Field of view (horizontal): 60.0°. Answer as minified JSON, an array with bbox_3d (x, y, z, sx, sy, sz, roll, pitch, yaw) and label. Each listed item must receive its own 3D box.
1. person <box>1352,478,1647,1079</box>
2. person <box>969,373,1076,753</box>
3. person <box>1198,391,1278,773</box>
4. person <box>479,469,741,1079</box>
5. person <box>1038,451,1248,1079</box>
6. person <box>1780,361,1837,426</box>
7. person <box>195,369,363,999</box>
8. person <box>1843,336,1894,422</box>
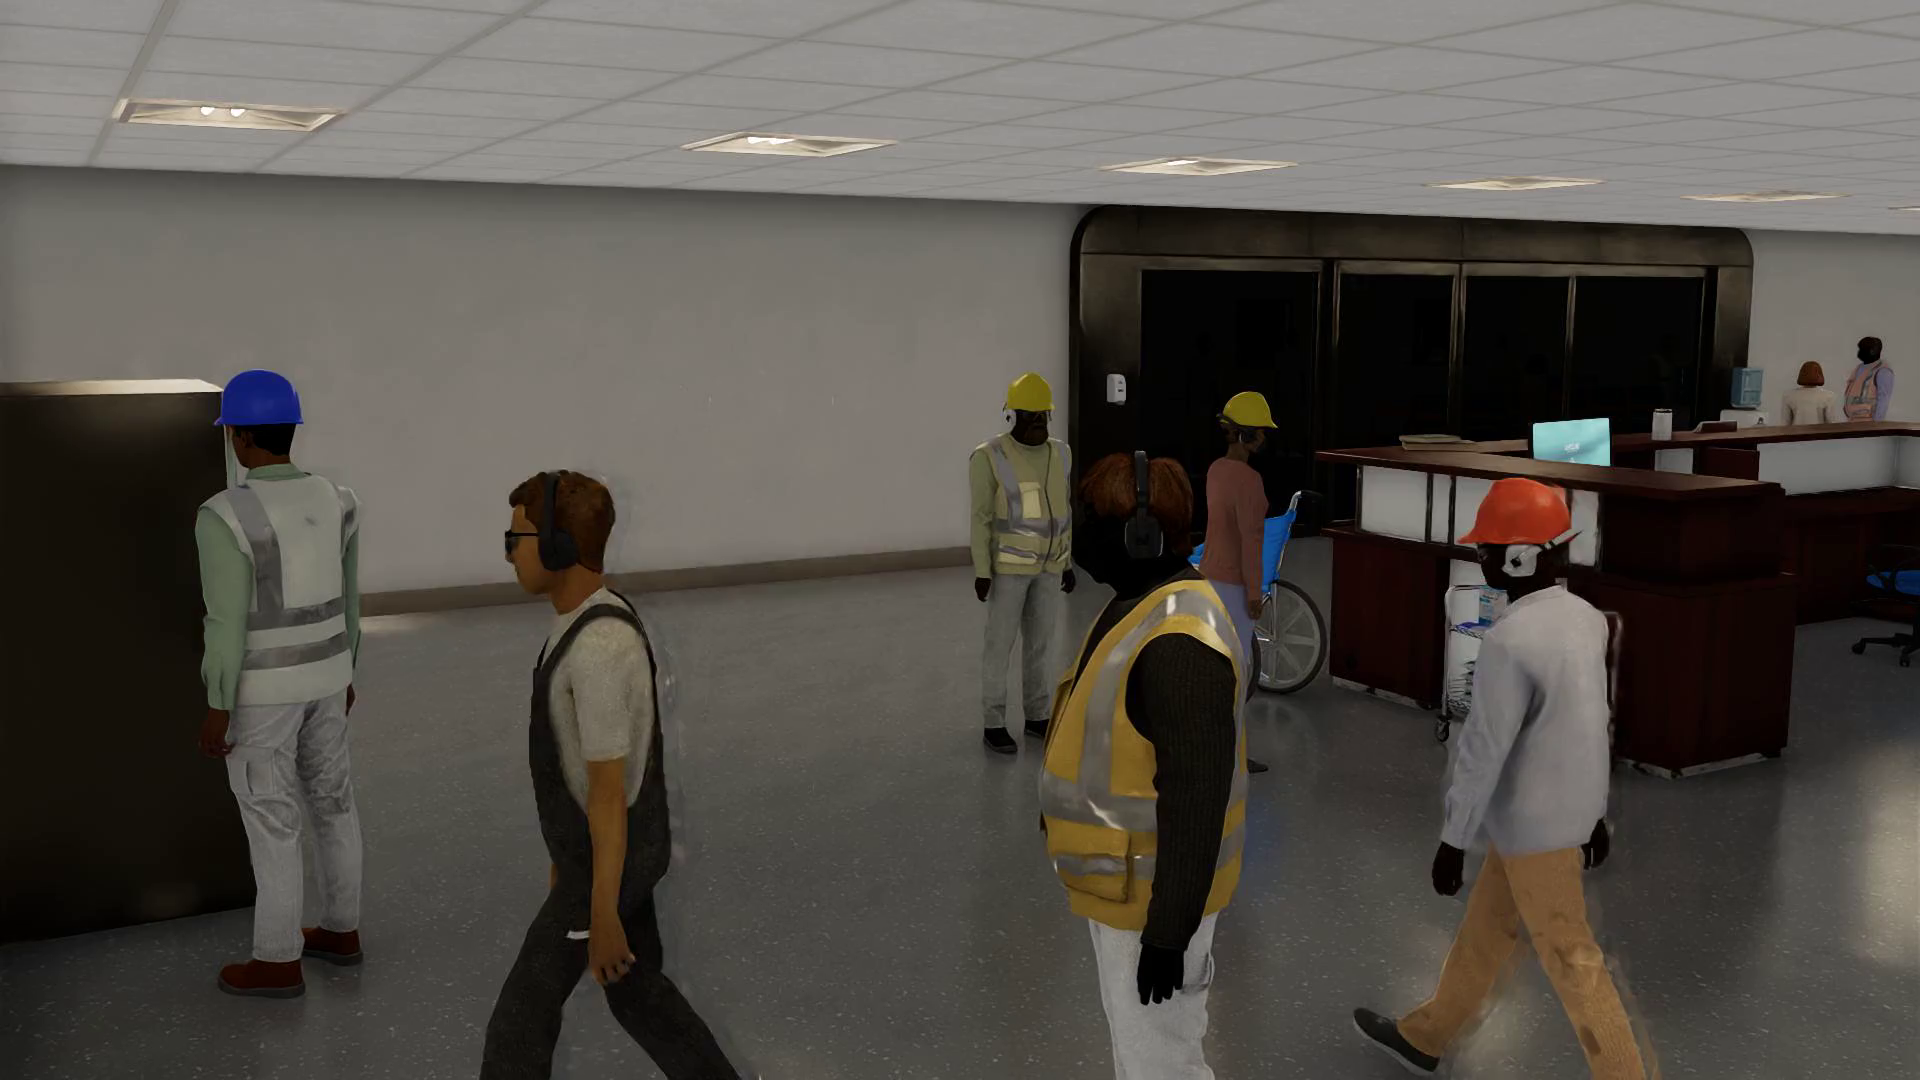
[{"bbox_3d":[1.443,0.692,4.294,0.924,1.699,0.585,6,10,38],"label":"person"},{"bbox_3d":[0.324,0.105,8.069,0.600,1.829,0.404,-5,9,-34],"label":"person"},{"bbox_3d":[1.289,0.193,7.718,0.349,1.758,0.521,-2,8,-12],"label":"person"},{"bbox_3d":[-0.843,0.729,3.745,0.929,1.786,0.533,-2,8,-12],"label":"person"},{"bbox_3d":[0.378,0.730,3.514,0.429,1.841,0.634,0,8,-2],"label":"person"},{"bbox_3d":[8.294,-0.932,16.282,0.497,1.636,0.285,6,10,38],"label":"person"},{"bbox_3d":[-2.120,0.443,5.202,0.388,1.947,0.615,3,8,22],"label":"person"},{"bbox_3d":[9.989,-1.322,18.368,0.429,1.844,0.626,0,8,-2],"label":"person"}]
